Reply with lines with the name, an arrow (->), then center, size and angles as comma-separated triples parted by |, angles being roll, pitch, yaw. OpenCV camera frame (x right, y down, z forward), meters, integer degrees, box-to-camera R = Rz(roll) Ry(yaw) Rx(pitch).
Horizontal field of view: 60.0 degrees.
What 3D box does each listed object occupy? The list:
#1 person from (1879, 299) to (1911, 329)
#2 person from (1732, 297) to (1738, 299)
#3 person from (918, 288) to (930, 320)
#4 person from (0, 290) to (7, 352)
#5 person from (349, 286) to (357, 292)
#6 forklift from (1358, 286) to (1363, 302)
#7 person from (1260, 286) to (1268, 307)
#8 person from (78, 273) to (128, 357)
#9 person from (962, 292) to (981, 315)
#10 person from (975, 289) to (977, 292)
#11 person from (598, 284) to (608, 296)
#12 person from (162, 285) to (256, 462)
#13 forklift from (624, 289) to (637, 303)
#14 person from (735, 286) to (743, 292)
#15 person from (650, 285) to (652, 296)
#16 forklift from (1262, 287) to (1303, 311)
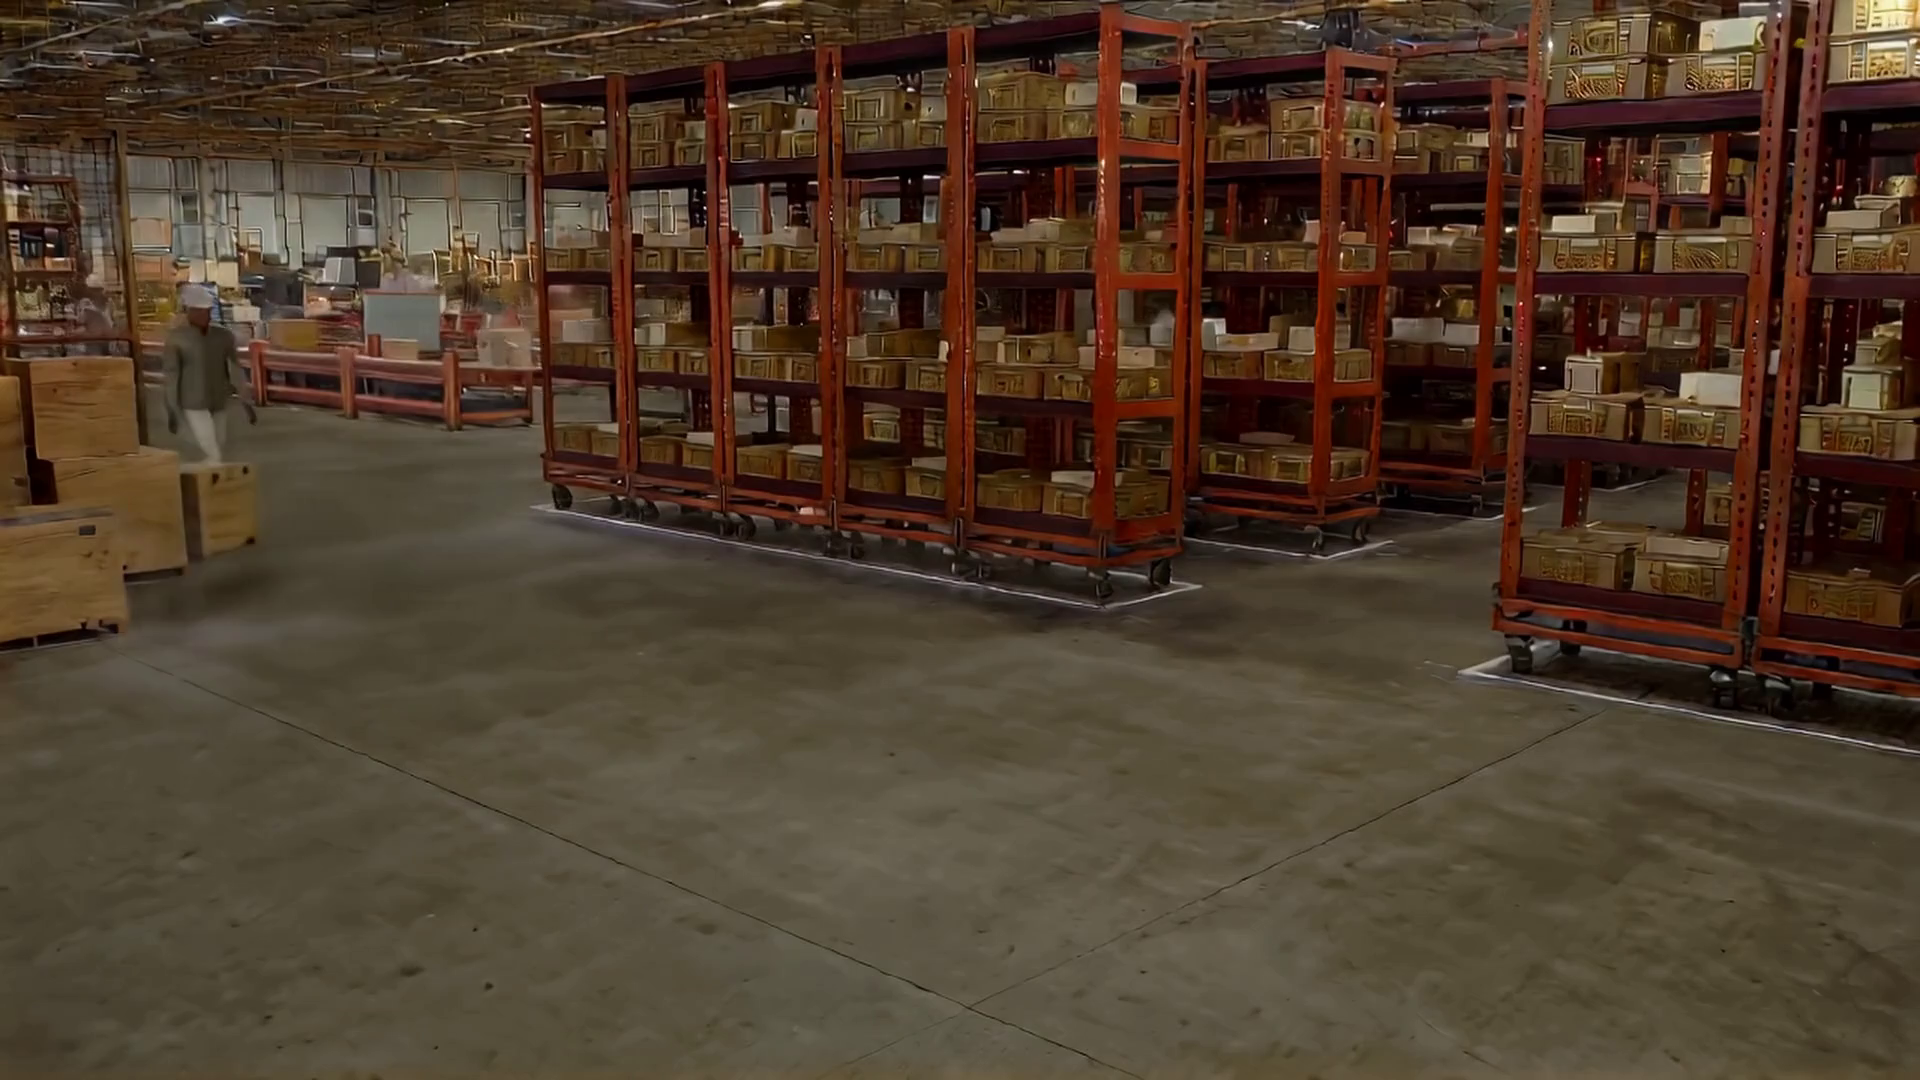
person -> 9.866, -1.726, 17.720 | 0.404, 1.837, 0.589 | 1, 9, 9
person -> 20.678, -5.998, 44.219 | 0.565, 1.733, 0.495 | -5, 10, -28
person -> -0.972, -5.637, 41.772 | 0.403, 1.817, 0.601 | -3, 10, -20
person -> -24.028, -5.621, 41.441 | 0.555, 1.892, 0.985 | -8, 12, -42
person -> -30.684, -12.549, 83.860 | 0.597, 1.914, 0.433 | 5, 10, 28
forklift -> 11.100, -7.017, 46.970 | 1.873, 2.768, 1.129 | 9, 13, 43
person -> 10.714, -8.387, 58.828 | 0.537, 1.756, 0.369 | 7, 12, 38
person -> -12.746, -2.947, 24.678 | 0.856, 2.022, 0.626 | 7, 12, 37
person -> 0.169, -1.963, 19.256 | 0.565, 1.802, 0.925 | 7, 12, 37
person -> 0.300, -6.899, 48.822 | 0.394, 2.038, 0.605 | 3, 10, 17
person -> -11.621, -7.583, 53.582 | 0.661, 1.862, 0.985 | -8, 12, -40
person -> -6.124, -1.088, 13.502 | 1.009, 1.948, 0.610 | 6, 11, 32
forklift -> -16.418, -13.279, 85.360 | 1.873, 2.768, 1.129 | 6, 11, 33
person -> -9.911, -10.842, 73.396 | 0.770, 1.914, 0.436 | -2, 10, -13
person -> -12.617, -10.135, 68.941 | 0.596, 1.945, 0.630 | 8, 12, 41
forklift -> 10.769, -8.203, 54.240 | 1.129, 2.768, 1.873 | 8, 12, 42
